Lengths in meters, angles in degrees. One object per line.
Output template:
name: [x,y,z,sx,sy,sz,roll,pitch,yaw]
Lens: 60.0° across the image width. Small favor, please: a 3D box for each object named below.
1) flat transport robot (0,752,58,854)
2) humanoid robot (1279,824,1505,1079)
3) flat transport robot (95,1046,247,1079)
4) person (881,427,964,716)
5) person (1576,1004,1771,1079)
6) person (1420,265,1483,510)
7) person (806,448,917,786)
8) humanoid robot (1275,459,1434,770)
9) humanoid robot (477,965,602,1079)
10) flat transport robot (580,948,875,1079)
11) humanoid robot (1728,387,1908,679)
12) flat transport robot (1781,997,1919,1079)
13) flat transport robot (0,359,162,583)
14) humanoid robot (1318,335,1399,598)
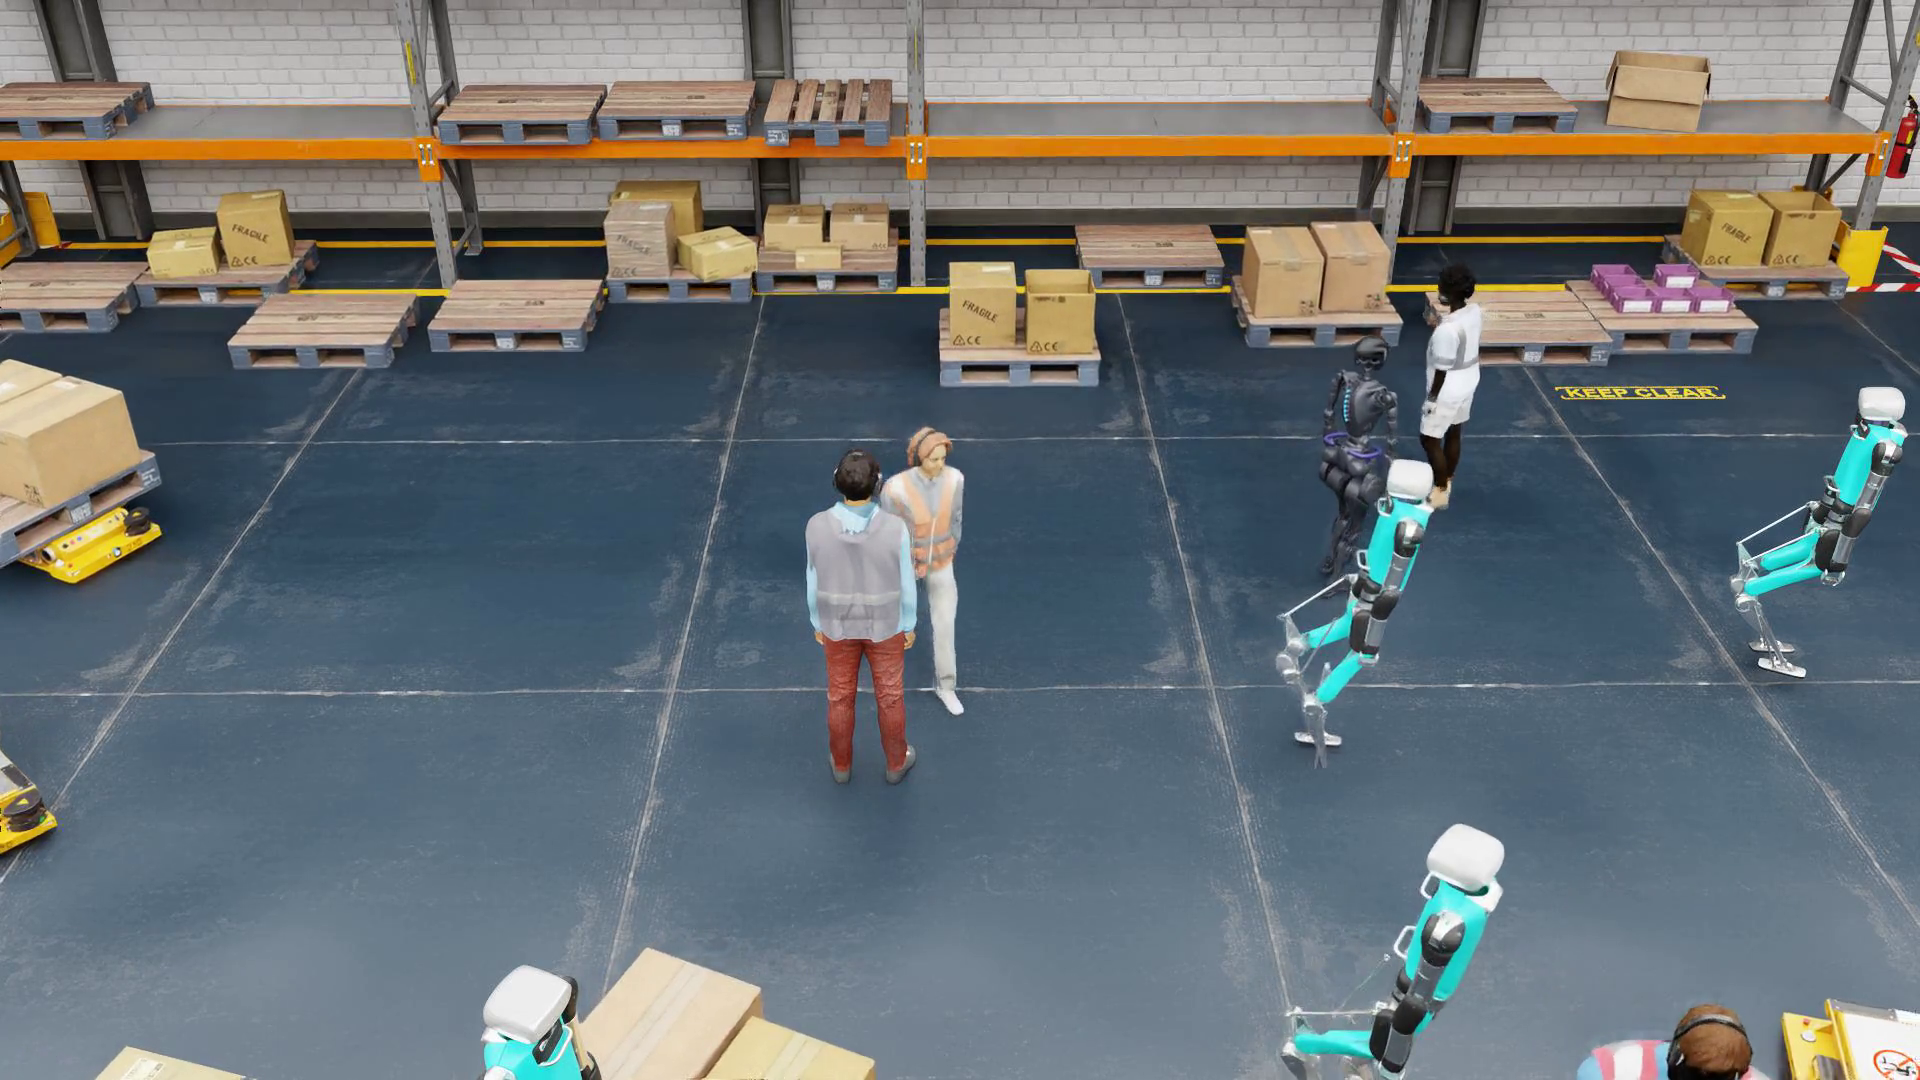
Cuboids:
flat transport robot: [-5.196,1.232,8.361,1.431,0.231,0.659,24,39,35]
humanoid robot: [1.506,1.715,6.172,0.772,1.806,0.542,18,35,27]
flat transport robot: [-2.578,2.816,5.724,1.431,0.231,0.659,8,32,14]
person: [-0.230,0.088,8.964,0.512,1.597,0.825,-14,34,-21]
person: [2.203,2.143,5.326,0.639,1.829,0.592,9,32,14]
person: [3.151,-0.983,10.678,0.316,1.681,0.624,24,38,34]
person: [-0.475,0.418,8.151,0.533,1.879,0.410,1,31,2]
humanoid robot: [1.880,0.432,8.364,0.768,1.869,0.544,4,31,7]
humanoid robot: [-1.093,2.084,5.386,0.735,1.677,0.533,7,32,11]
flat transport robot: [-0.936,2.576,6.122,0.659,0.231,1.431,13,33,21]
humanoid robot: [4.505,-0.057,8.950,0.735,1.677,0.533,7,32,12]
flat transport robot: [4.119,2.254,6.658,1.431,0.231,0.659,8,32,13]
flat transport robot: [-5.871,-0.113,10.600,1.431,0.231,0.659,15,34,23]
humanoid robot: [2.336,-0.438,9.774,0.457,1.644,0.589,-20,37,-30]
